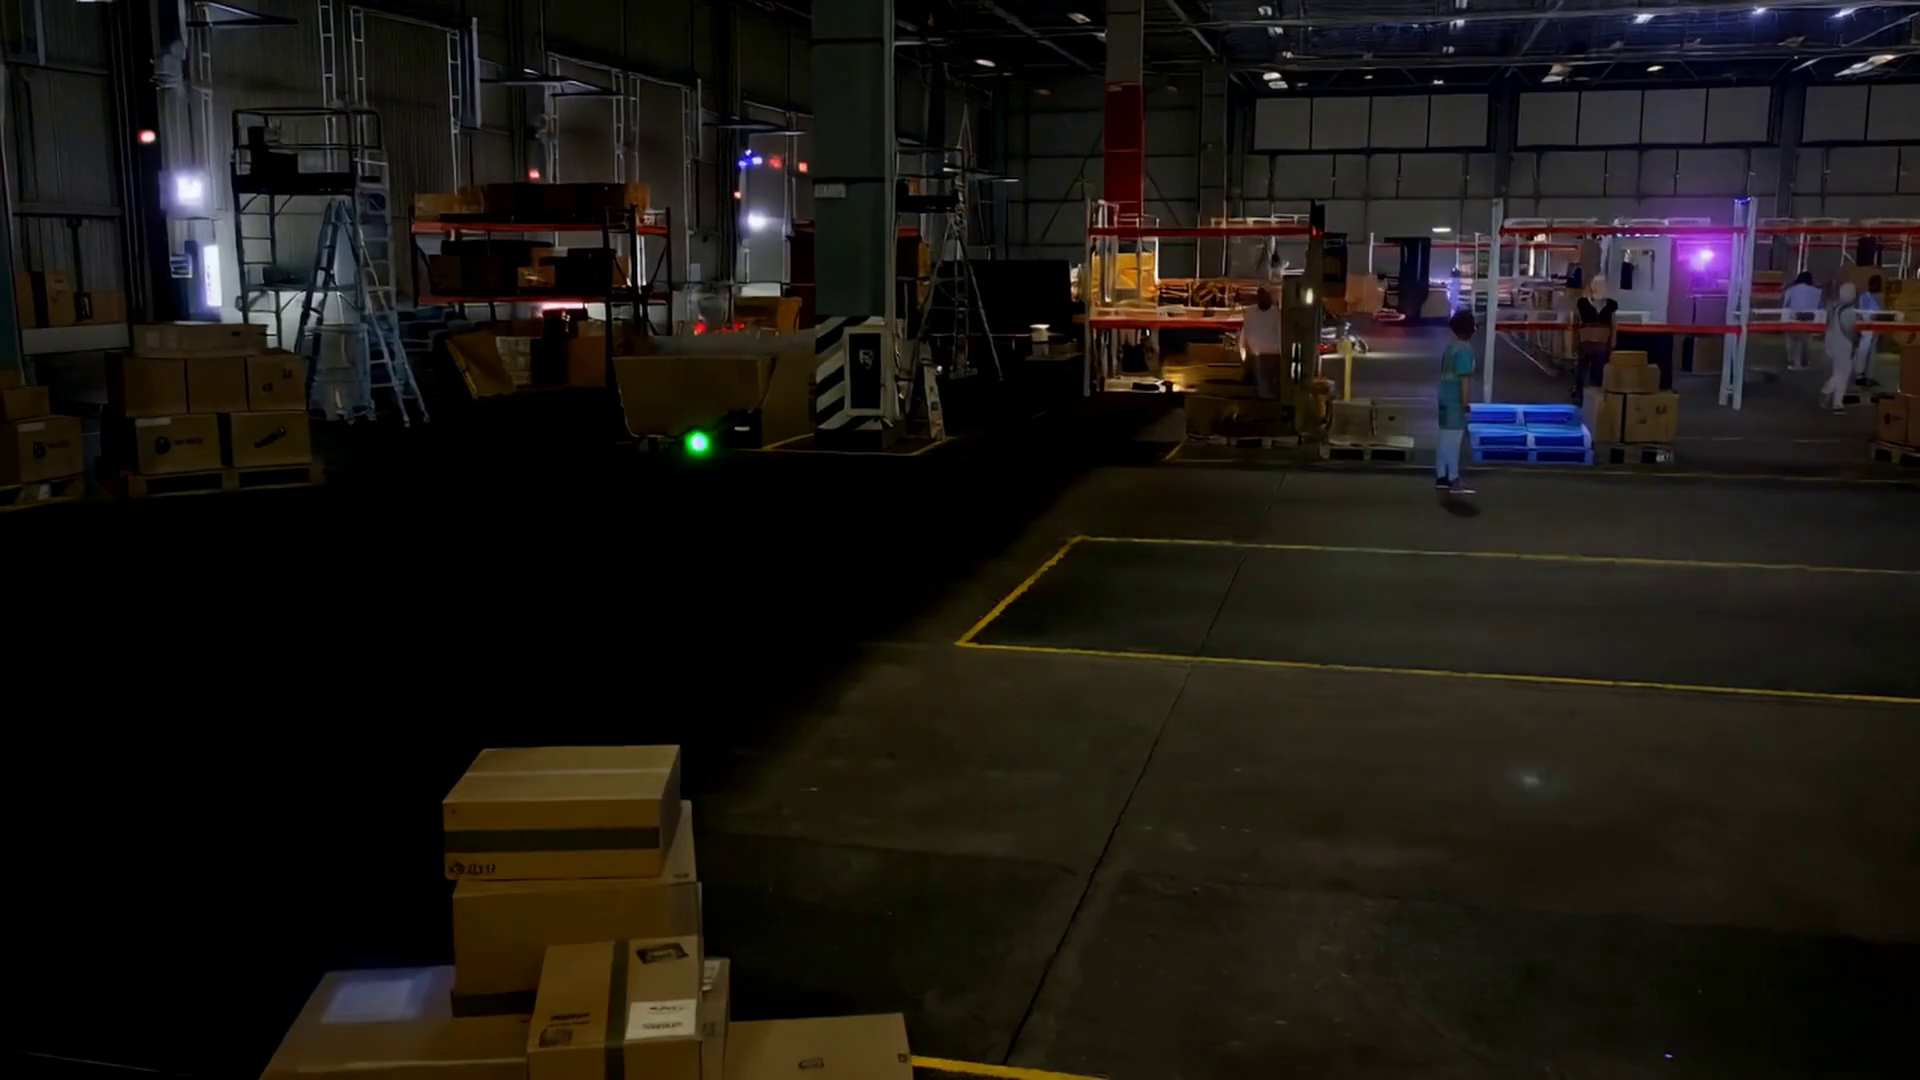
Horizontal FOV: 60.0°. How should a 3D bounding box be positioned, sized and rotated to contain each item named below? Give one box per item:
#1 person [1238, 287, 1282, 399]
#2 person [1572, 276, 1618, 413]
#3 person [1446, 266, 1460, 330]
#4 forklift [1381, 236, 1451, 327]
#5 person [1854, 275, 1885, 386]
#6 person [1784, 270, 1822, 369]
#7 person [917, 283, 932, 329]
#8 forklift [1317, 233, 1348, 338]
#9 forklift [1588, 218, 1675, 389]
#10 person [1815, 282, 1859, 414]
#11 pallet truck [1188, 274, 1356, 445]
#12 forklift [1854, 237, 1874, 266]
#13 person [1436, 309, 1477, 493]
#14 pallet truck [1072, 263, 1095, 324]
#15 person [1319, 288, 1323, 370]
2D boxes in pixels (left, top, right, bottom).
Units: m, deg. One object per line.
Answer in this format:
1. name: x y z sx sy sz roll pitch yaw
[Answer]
1. person: 4.067 -2.502 22.344 0.644 1.796 0.971 9 13 43
2. person: 8.902 -2.739 23.358 0.592 1.920 0.392 1 10 6
3. person: 14.989 -7.351 50.479 0.357 1.931 0.628 5 11 26
4. forklift: 14.340 -8.090 52.038 1.873 2.768 1.129 -2 10 -12
5. person: 15.508 -3.561 28.308 0.574 1.882 0.356 -5 11 -26
6. person: 16.433 -4.293 32.481 0.638 1.947 0.408 5 11 25
7. person: -1.046 -7.371 50.607 0.544 1.930 0.389 -4 11 -24
8. forklift: 9.748 -6.755 44.179 1.129 2.768 1.873 2 10 10
9. forklift: 11.277 -3.966 27.757 1.129 2.768 1.873 2 10 14
10. person: 12.281 -2.661 23.148 0.402 1.832 0.534 -2 10 -13
11. pallet truck: 3.653 -2.138 19.590 1.885 1.965 0.823 -4 10 -20
12. forklift: 29.733 -8.572 54.873 1.873 2.768 1.129 2 10 14
13. person: 4.625 -1.292 15.481 0.321 1.699 0.535 0 10 -3
14. pallet truck: 4.325 -8.180 55.162 0.823 1.965 1.885 6 11 31
15. person: 6.826 -4.126 32.065 0.485 1.738 0.320 -9 13 -42
